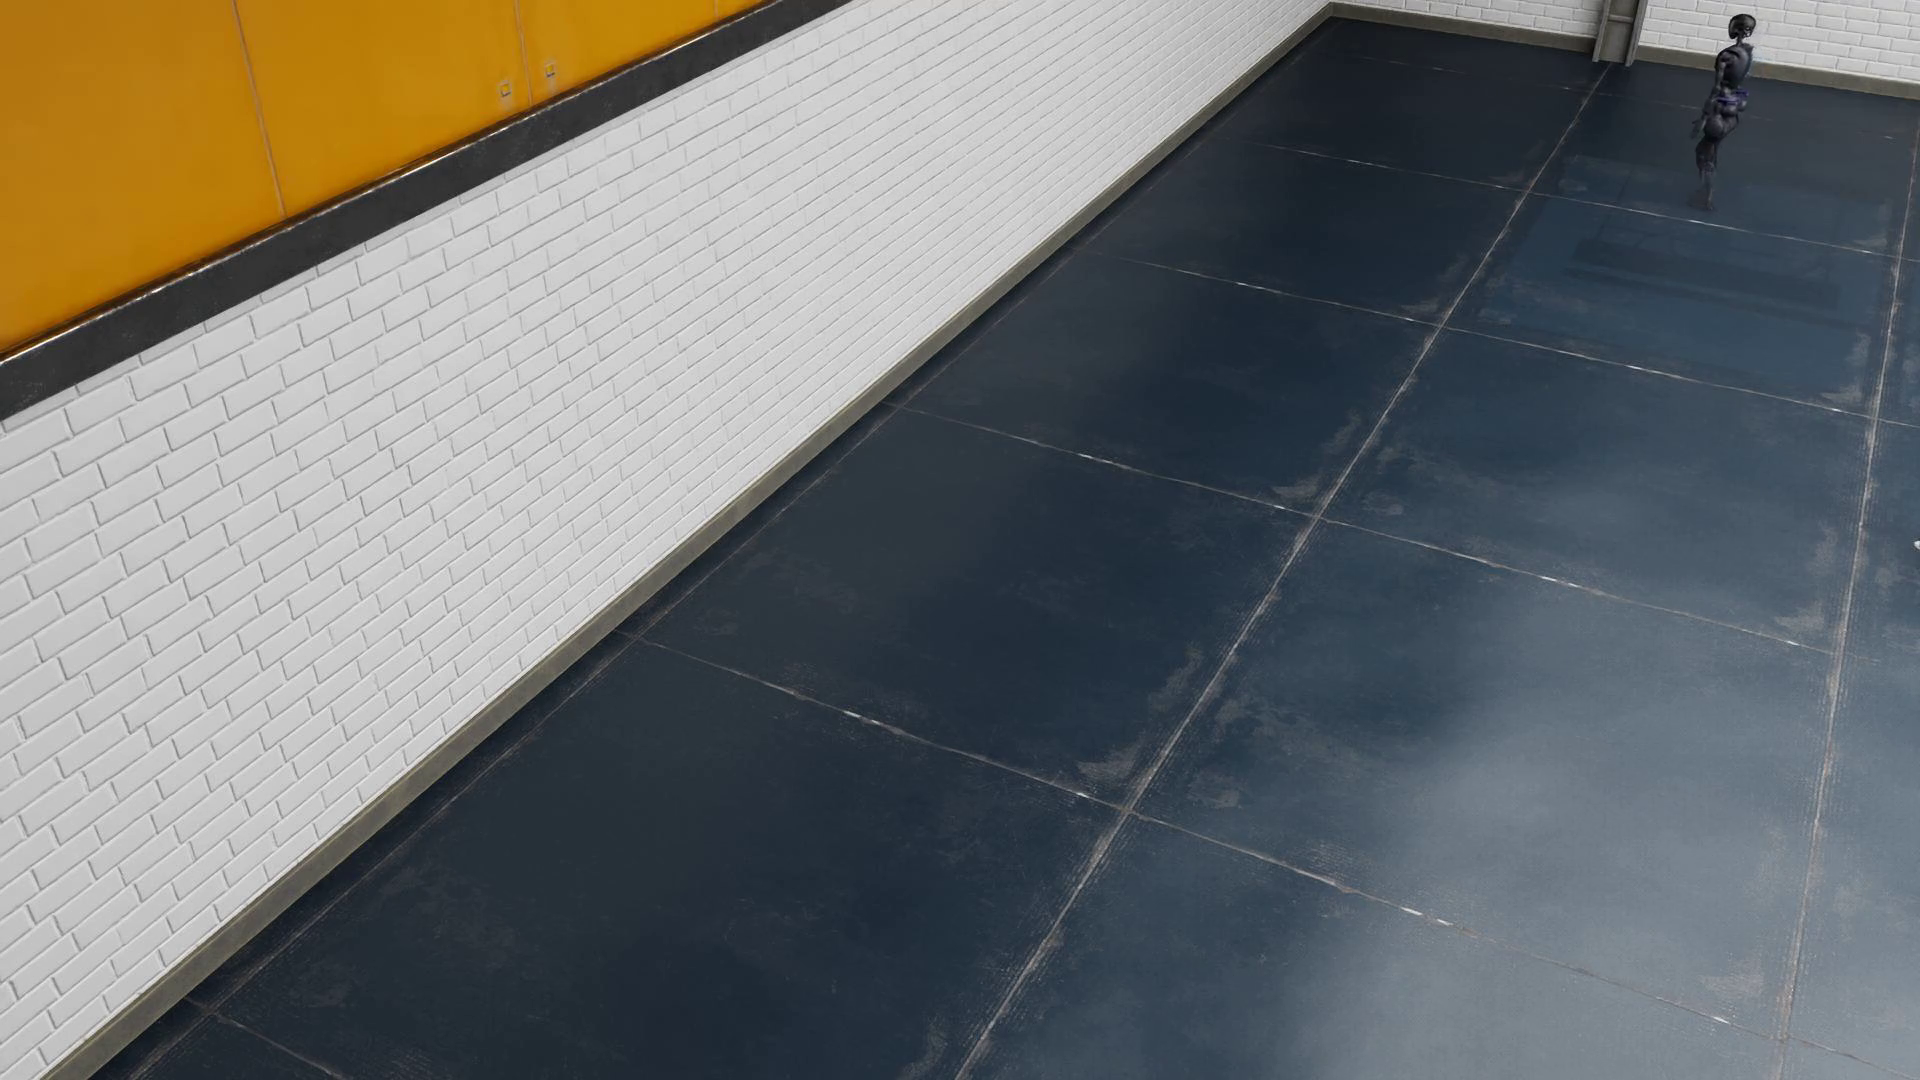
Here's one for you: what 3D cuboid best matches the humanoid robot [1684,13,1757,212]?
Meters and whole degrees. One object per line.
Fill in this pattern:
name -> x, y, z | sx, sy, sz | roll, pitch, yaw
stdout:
humanoid robot -> 6.460, -3.620, 14.102 | 0.589, 1.647, 0.393 | -29, 43, -36

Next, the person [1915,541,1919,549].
person -> 5.895, -0.552, 9.484 | 0.307, 1.736, 0.484 | 9, 35, 13
